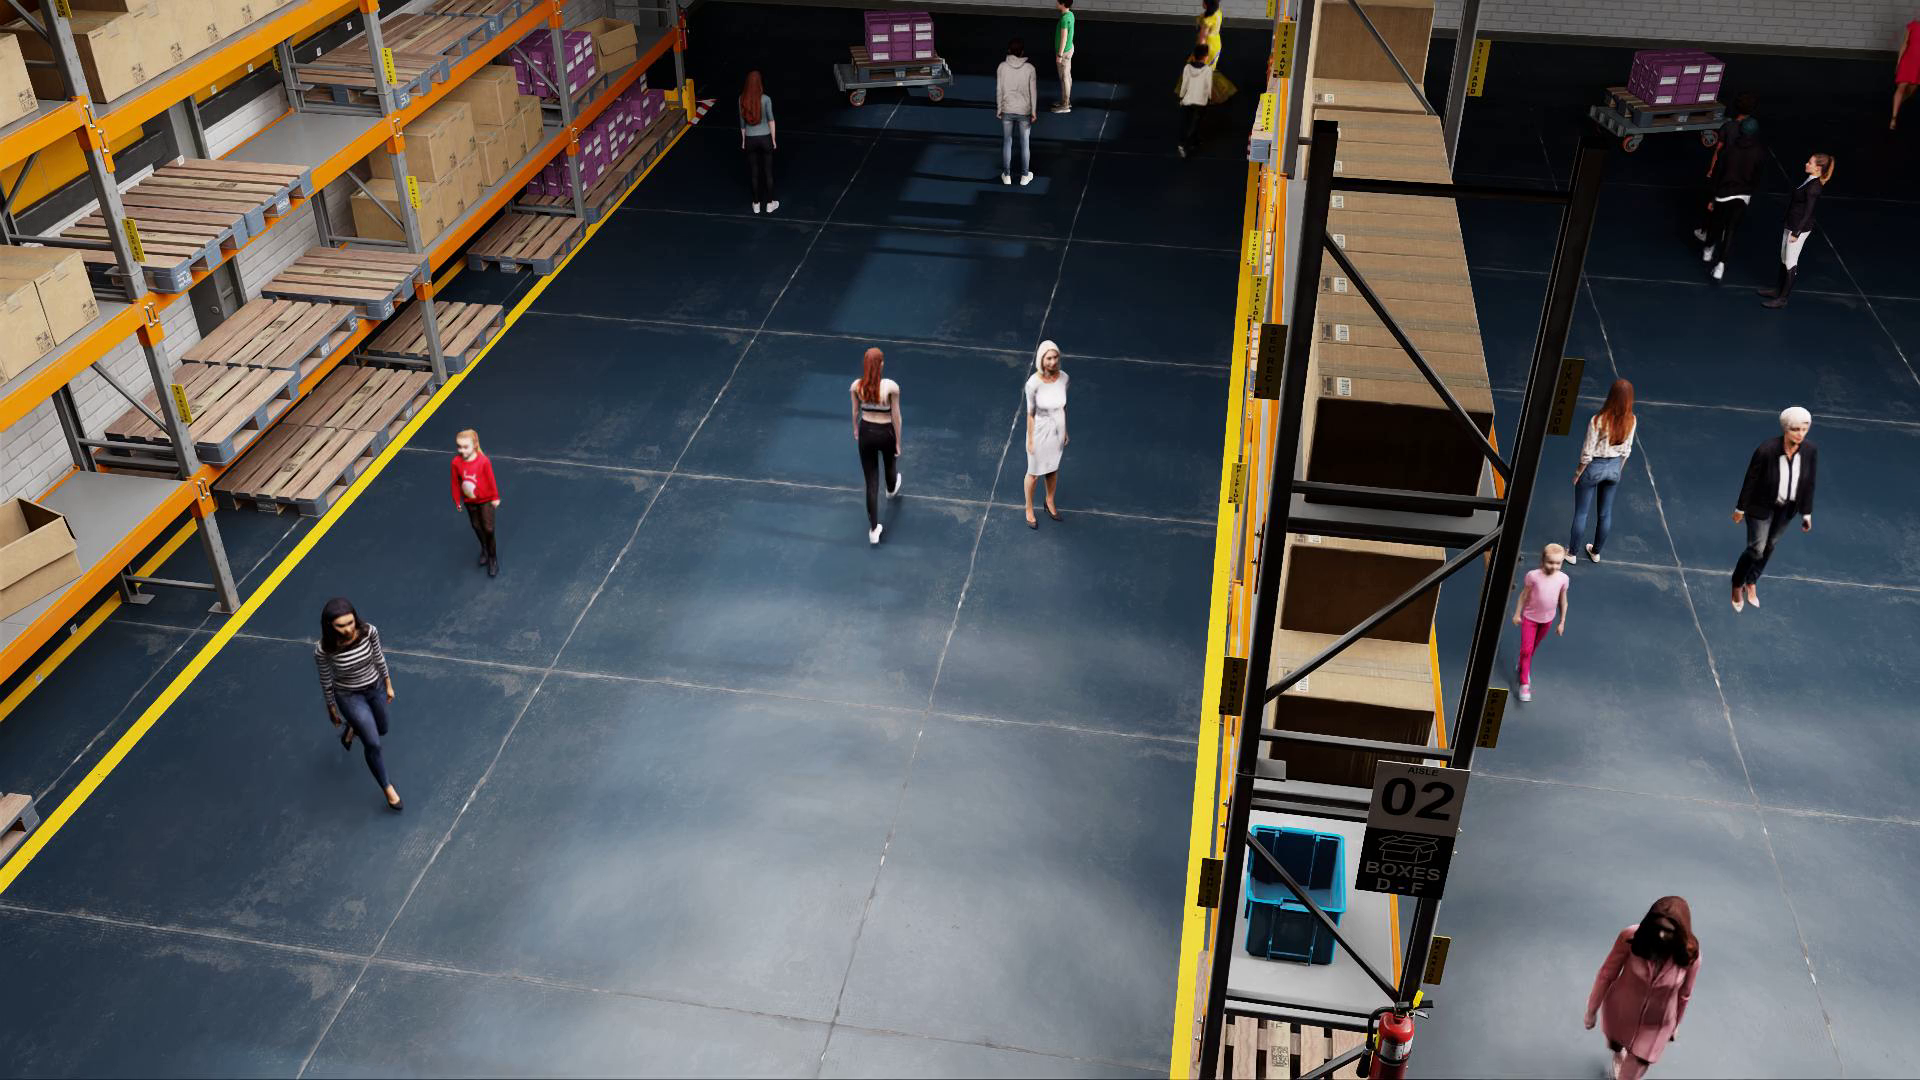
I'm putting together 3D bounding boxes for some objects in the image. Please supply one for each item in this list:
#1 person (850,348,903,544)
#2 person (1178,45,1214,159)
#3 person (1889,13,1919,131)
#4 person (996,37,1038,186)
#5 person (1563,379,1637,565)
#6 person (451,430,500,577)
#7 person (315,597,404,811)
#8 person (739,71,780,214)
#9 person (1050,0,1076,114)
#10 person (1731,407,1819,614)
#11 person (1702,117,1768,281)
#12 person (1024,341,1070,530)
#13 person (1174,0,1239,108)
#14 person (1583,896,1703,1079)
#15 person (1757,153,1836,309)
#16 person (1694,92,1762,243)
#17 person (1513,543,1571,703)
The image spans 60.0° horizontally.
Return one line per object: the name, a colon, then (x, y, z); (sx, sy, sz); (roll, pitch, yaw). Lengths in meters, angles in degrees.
person: (-0.727, -0.775, 14.143); (0.602, 1.696, 1.138); (6, 34, 8)
person: (3.066, -5.751, 21.871); (0.850, 1.426, 1.056); (22, 39, 29)
person: (13.072, -6.534, 22.798); (0.721, 1.705, 1.003); (14, 36, 20)
person: (0.704, -5.409, 20.972); (0.686, 1.852, 0.590); (3, 34, 4)
person: (5.322, -0.568, 13.801); (0.630, 1.729, 0.601); (-4, 34, -5)
person: (-4.022, -0.373, 13.922); (0.556, 1.270, 0.665); (0, 34, 0)
person: (-4.111, 1.058, 11.333); (1.023, 1.751, 1.025); (-25, 41, -33)
person: (-2.446, -4.833, 20.204); (0.598, 1.743, 0.569); (2, 34, 3)
person: (1.477, -6.848, 23.319); (0.636, 1.651, 0.460); (7, 34, 10)
person: (6.088, -0.280, 12.450); (0.808, 1.764, 0.714); (-2, 34, -3)
person: (8.635, -3.782, 18.596); (0.856, 1.772, 1.289); (12, 35, 17)
person: (0.735, -0.922, 14.313); (0.639, 1.751, 0.682); (-17, 37, -24)
person: (3.548, -6.831, 23.305); (1.047, 1.638, 1.235); (15, 37, 22)
person: (3.710, 2.543, 9.090); (0.878, 1.762, 1.205); (16, 37, 22)
person: (9.053, -3.354, 17.991); (0.622, 1.729, 0.494); (7, 34, 11)
person: (9.017, -4.353, 19.448); (0.615, 1.780, 0.550); (6, 34, 9)
person: (4.355, 0.536, 12.566); (0.577, 1.257, 0.791); (0, 34, 1)
